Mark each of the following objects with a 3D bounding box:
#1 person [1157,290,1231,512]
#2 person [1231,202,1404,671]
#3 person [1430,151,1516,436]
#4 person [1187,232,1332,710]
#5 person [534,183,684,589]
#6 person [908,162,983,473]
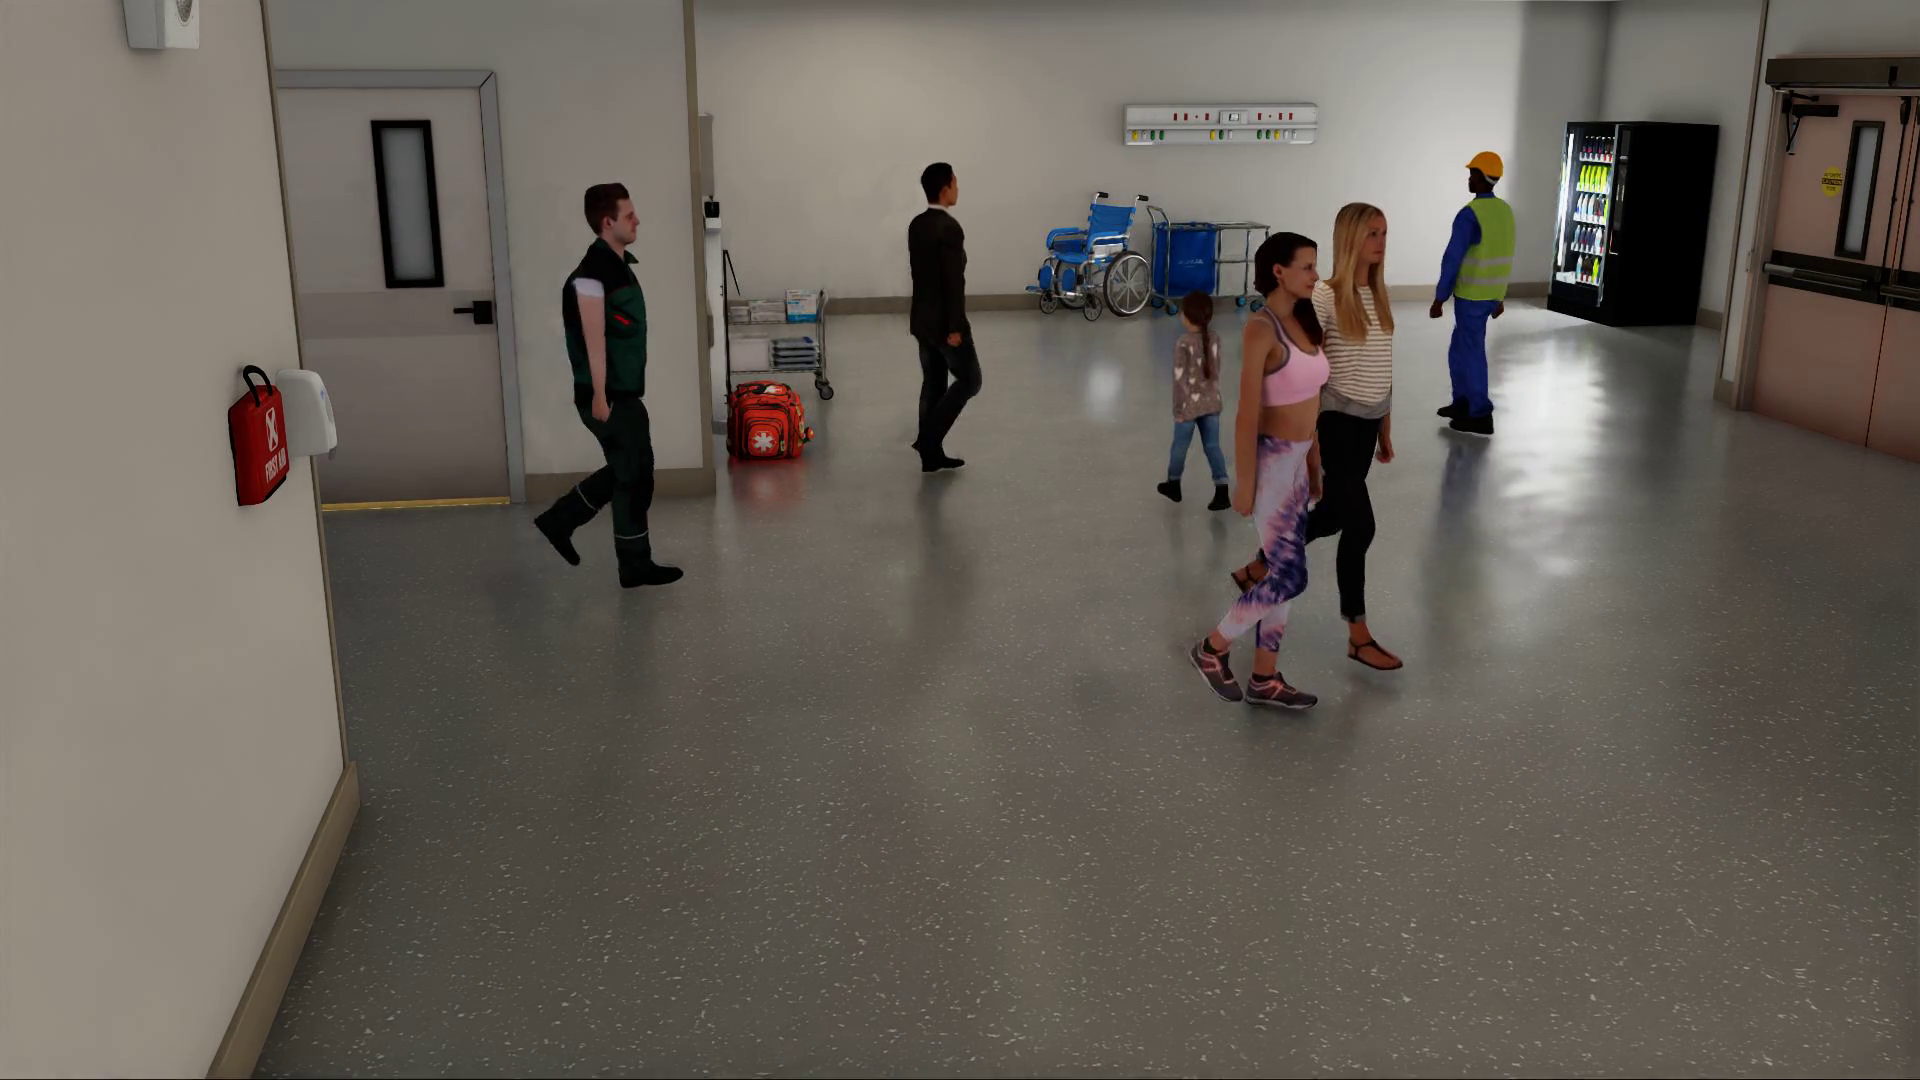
[{"bbox_3d":[1.300,-0.715,8.854,0.600,1.172,0.870,-6,17,-22],"label":"person"},{"bbox_3d":[1.446,-0.412,6.638,0.980,1.791,1.189,-12,20,-36],"label":"person"},{"bbox_3d":[3.401,-1.570,10.729,0.845,1.800,0.908,-15,21,-42],"label":"person"},{"bbox_3d":[1.074,-0.231,6.054,0.828,1.759,0.773,9,18,28],"label":"person"},{"bbox_3d":[-1.632,-0.667,7.469,0.789,1.825,0.898,0,16,0],"label":"person"},{"bbox_3d":[-0.191,-1.258,9.635,0.870,1.793,0.759,-10,19,-32],"label":"person"}]
